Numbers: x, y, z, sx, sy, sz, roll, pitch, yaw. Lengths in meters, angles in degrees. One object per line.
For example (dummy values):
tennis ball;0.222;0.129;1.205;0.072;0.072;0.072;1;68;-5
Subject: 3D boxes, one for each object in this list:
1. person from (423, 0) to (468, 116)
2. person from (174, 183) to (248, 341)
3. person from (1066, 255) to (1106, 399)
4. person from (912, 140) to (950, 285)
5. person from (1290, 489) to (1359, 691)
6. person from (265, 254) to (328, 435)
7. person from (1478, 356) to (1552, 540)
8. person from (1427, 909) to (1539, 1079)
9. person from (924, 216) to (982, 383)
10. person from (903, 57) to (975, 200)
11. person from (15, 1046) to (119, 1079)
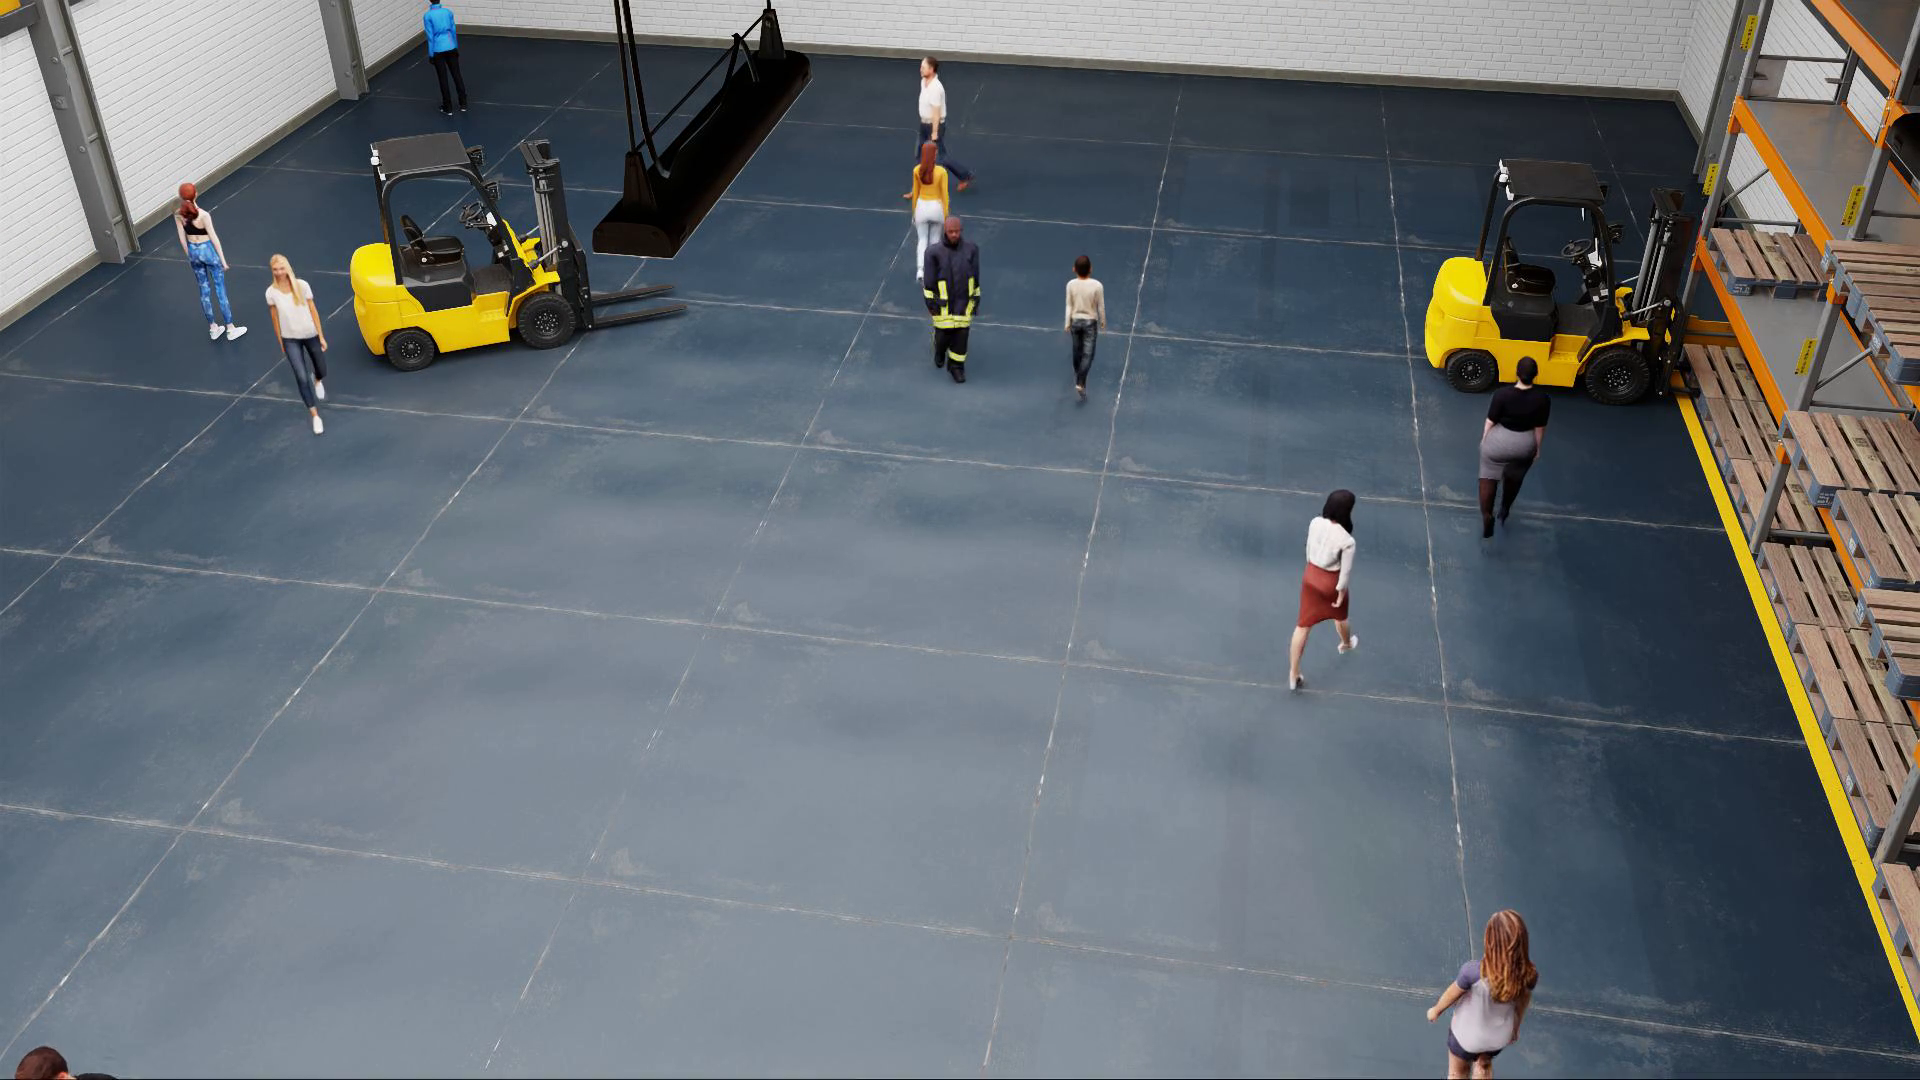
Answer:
person;-7.437;-7.052;23.968;0.673;1.794;0.759;-26;42;-34
person;-8.112;-3.000;17.883;0.570;1.782;0.577;4;34;6
person;1.254;-2.167;16.938;0.648;1.440;1.001;11;35;16
person;-0.352;-3.663;18.919;0.602;1.739;0.832;7;34;10
person;2.750;0.415;12.812;0.992;1.707;1.142;28;43;36
person;-6.475;-1.991;16.356;0.959;1.792;1.112;-14;36;-19
person;4.819;-0.771;14.566;0.690;1.741;0.962;8;34;11
person;2.908;2.776;9.246;0.704;1.723;0.716;-5;34;-7
person;-0.092;-2.532;17.153;0.915;1.811;0.999;-7;34;-11
person;-0.252;-5.244;21.219;1.139;1.826;1.228;-12;36;-18
person;-4.399;3.160;8.597;1.056;1.802;1.328;-10;35;-15
